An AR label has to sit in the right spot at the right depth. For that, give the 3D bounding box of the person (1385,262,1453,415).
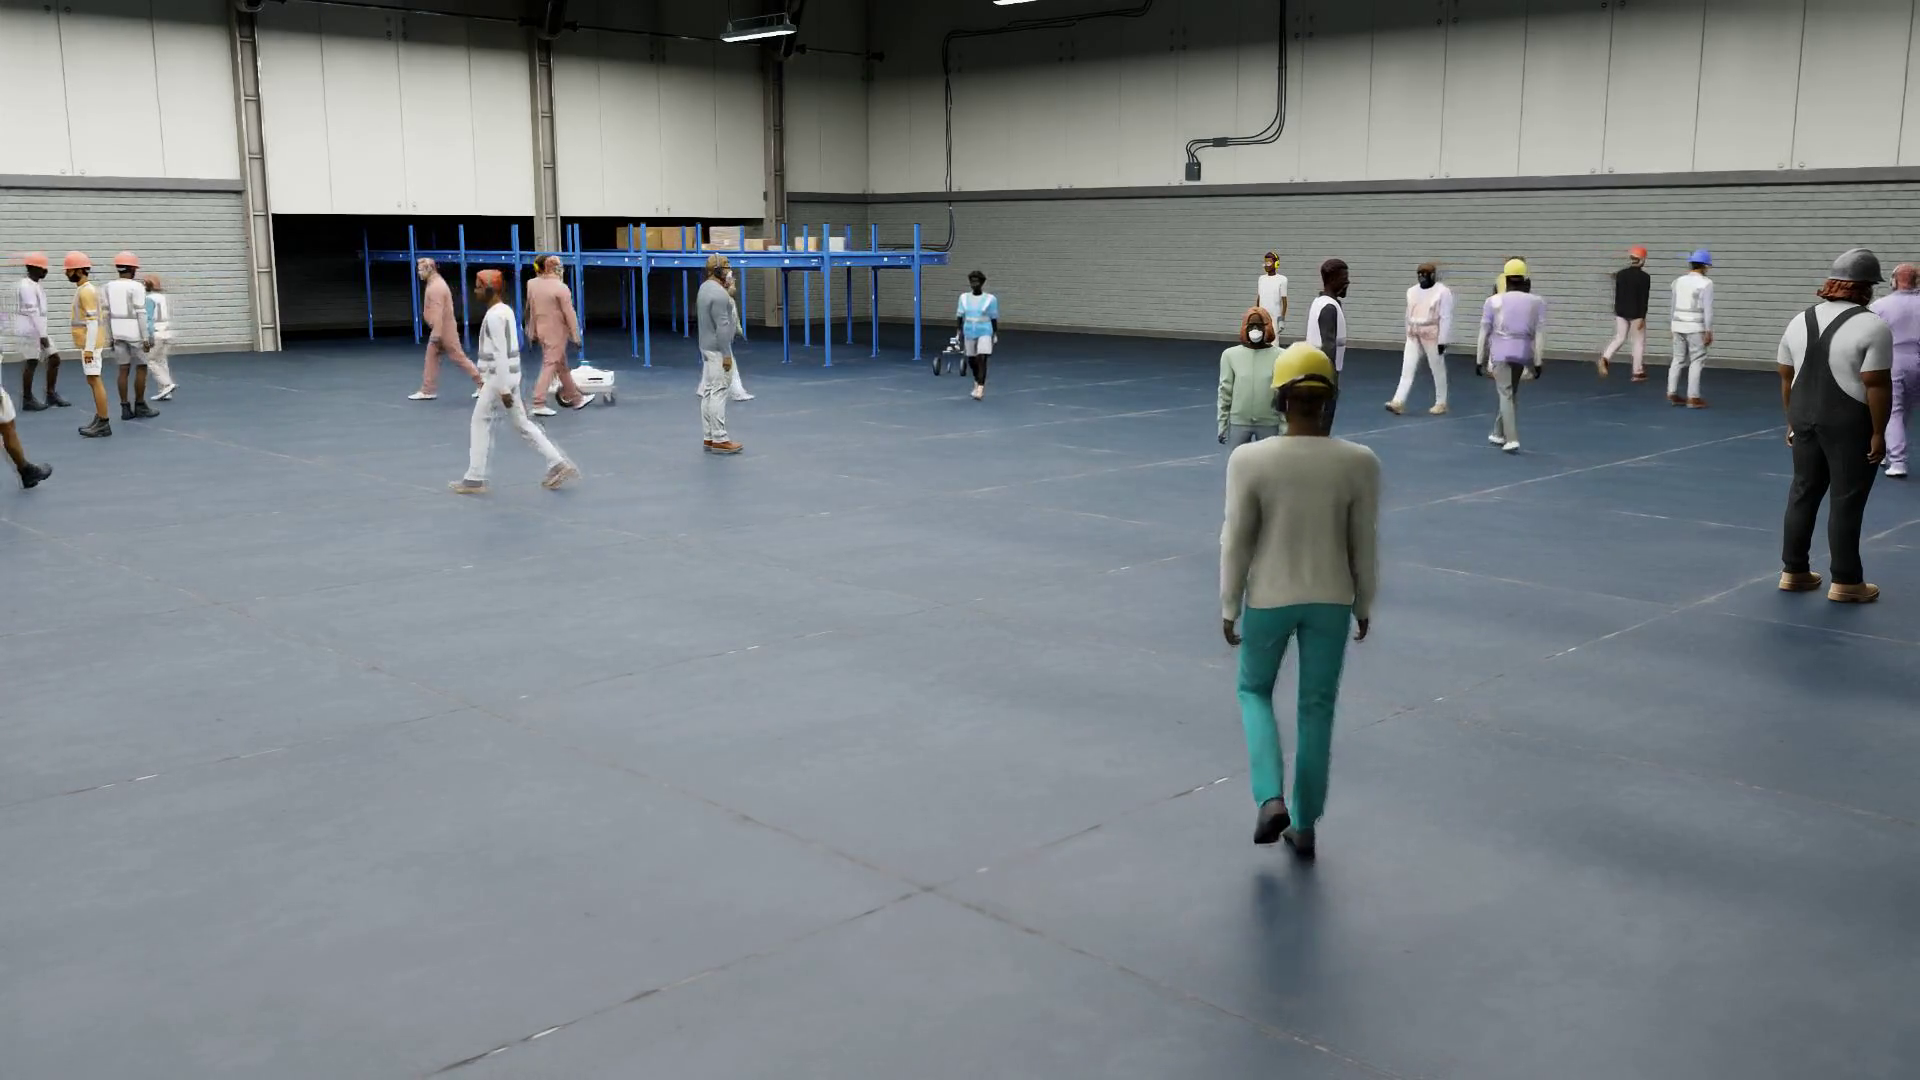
[{"bbox_3d":[5.457,-2.358,19.575,0.975,1.786,0.659,-9,14,-40],"label":"person"}]

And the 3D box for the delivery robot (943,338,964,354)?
[{"bbox_3d":[-0.097,-2.982,25.494,0.335,0.223,0.698,2,11,13],"label":"delivery robot"}]

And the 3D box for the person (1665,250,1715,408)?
[{"bbox_3d":[9.061,-2.606,20.545,0.448,1.927,0.642,-5,11,-24],"label":"person"}]

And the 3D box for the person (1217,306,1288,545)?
[{"bbox_3d":[2.001,-0.767,11.323,0.505,1.633,0.279,2,11,11],"label":"person"}]

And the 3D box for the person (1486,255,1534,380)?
[{"bbox_3d":[8.116,-3.263,24.437,0.768,1.822,0.639,-6,12,-29],"label":"person"}]

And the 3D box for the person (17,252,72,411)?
[{"bbox_3d":[-11.146,-2.533,20.194,0.684,1.906,0.571,-3,11,-15],"label":"person"}]

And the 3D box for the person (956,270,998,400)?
[{"bbox_3d":[0.236,-2.671,21.610,0.542,1.663,0.782,4,11,19],"label":"person"}]

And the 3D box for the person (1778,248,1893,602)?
[{"bbox_3d":[5.188,-0.666,9.774,0.538,2.000,0.690,-4,11,-22],"label":"person"}]

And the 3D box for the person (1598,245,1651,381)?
[{"bbox_3d":[9.758,-3.308,24.269,0.838,1.974,0.617,-6,12,-31],"label":"person"}]

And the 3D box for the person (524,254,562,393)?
[{"bbox_3d":[-5.642,-2.924,22.483,0.530,1.843,0.766,-9,13,-39],"label":"person"}]

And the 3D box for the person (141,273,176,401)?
[{"bbox_3d":[-10.308,-2.593,21.298,0.376,1.624,0.536,-1,10,-6],"label":"person"}]

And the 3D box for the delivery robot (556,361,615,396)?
[{"bbox_3d":[-4.696,-2.002,20.862,0.707,0.478,0.477,-2,11,-12],"label":"delivery robot"}]

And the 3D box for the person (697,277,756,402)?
[{"bbox_3d":[-3.043,-2.580,21.329,0.830,1.591,0.508,2,11,9],"label":"person"}]

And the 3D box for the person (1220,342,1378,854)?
[{"bbox_3d":[1.143,0.216,5.636,0.539,1.758,0.425,0,10,1],"label":"person"}]

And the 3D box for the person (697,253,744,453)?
[{"bbox_3d":[-2.373,-1.836,16.314,0.359,1.938,0.635,-5,11,-24],"label":"person"}]

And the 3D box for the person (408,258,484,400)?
[{"bbox_3d":[-6.623,-2.736,21.554,1.023,1.837,0.648,-4,11,-22],"label":"person"}]

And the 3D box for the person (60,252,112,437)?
[{"bbox_3d":[-9.260,-2.073,17.618,0.364,1.934,0.553,-6,12,-28],"label":"person"}]

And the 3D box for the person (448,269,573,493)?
[{"bbox_3d":[-3.744,-1.318,13.771,0.969,1.850,0.572,0,10,-3],"label":"person"}]

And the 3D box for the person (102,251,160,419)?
[{"bbox_3d":[-9.609,-2.371,19.273,0.571,1.919,0.441,3,11,15],"label":"person"}]

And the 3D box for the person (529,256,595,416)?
[{"bbox_3d":[-4.709,-2.413,19.667,0.671,1.855,0.994,10,14,43],"label":"person"}]

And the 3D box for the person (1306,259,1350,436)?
[{"bbox_3d":[3.030,-1.369,13.829,0.375,1.917,0.597,1,10,5],"label":"person"}]

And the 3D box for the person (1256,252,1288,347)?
[{"bbox_3d":[4.356,-3.108,23.441,0.507,1.872,0.329,10,14,44],"label":"person"}]

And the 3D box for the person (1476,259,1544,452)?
[{"bbox_3d":[5.438,-1.831,16.472,0.601,1.880,0.974,0,10,-2],"label":"person"}]

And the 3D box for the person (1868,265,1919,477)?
[{"bbox_3d":[8.330,-1.515,14.821,0.648,1.842,1.007,1,10,6],"label":"person"}]

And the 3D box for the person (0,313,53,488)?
[{"bbox_3d":[-7.956,-1.286,13.550,0.578,1.848,1.066,2,11,10],"label":"person"}]
